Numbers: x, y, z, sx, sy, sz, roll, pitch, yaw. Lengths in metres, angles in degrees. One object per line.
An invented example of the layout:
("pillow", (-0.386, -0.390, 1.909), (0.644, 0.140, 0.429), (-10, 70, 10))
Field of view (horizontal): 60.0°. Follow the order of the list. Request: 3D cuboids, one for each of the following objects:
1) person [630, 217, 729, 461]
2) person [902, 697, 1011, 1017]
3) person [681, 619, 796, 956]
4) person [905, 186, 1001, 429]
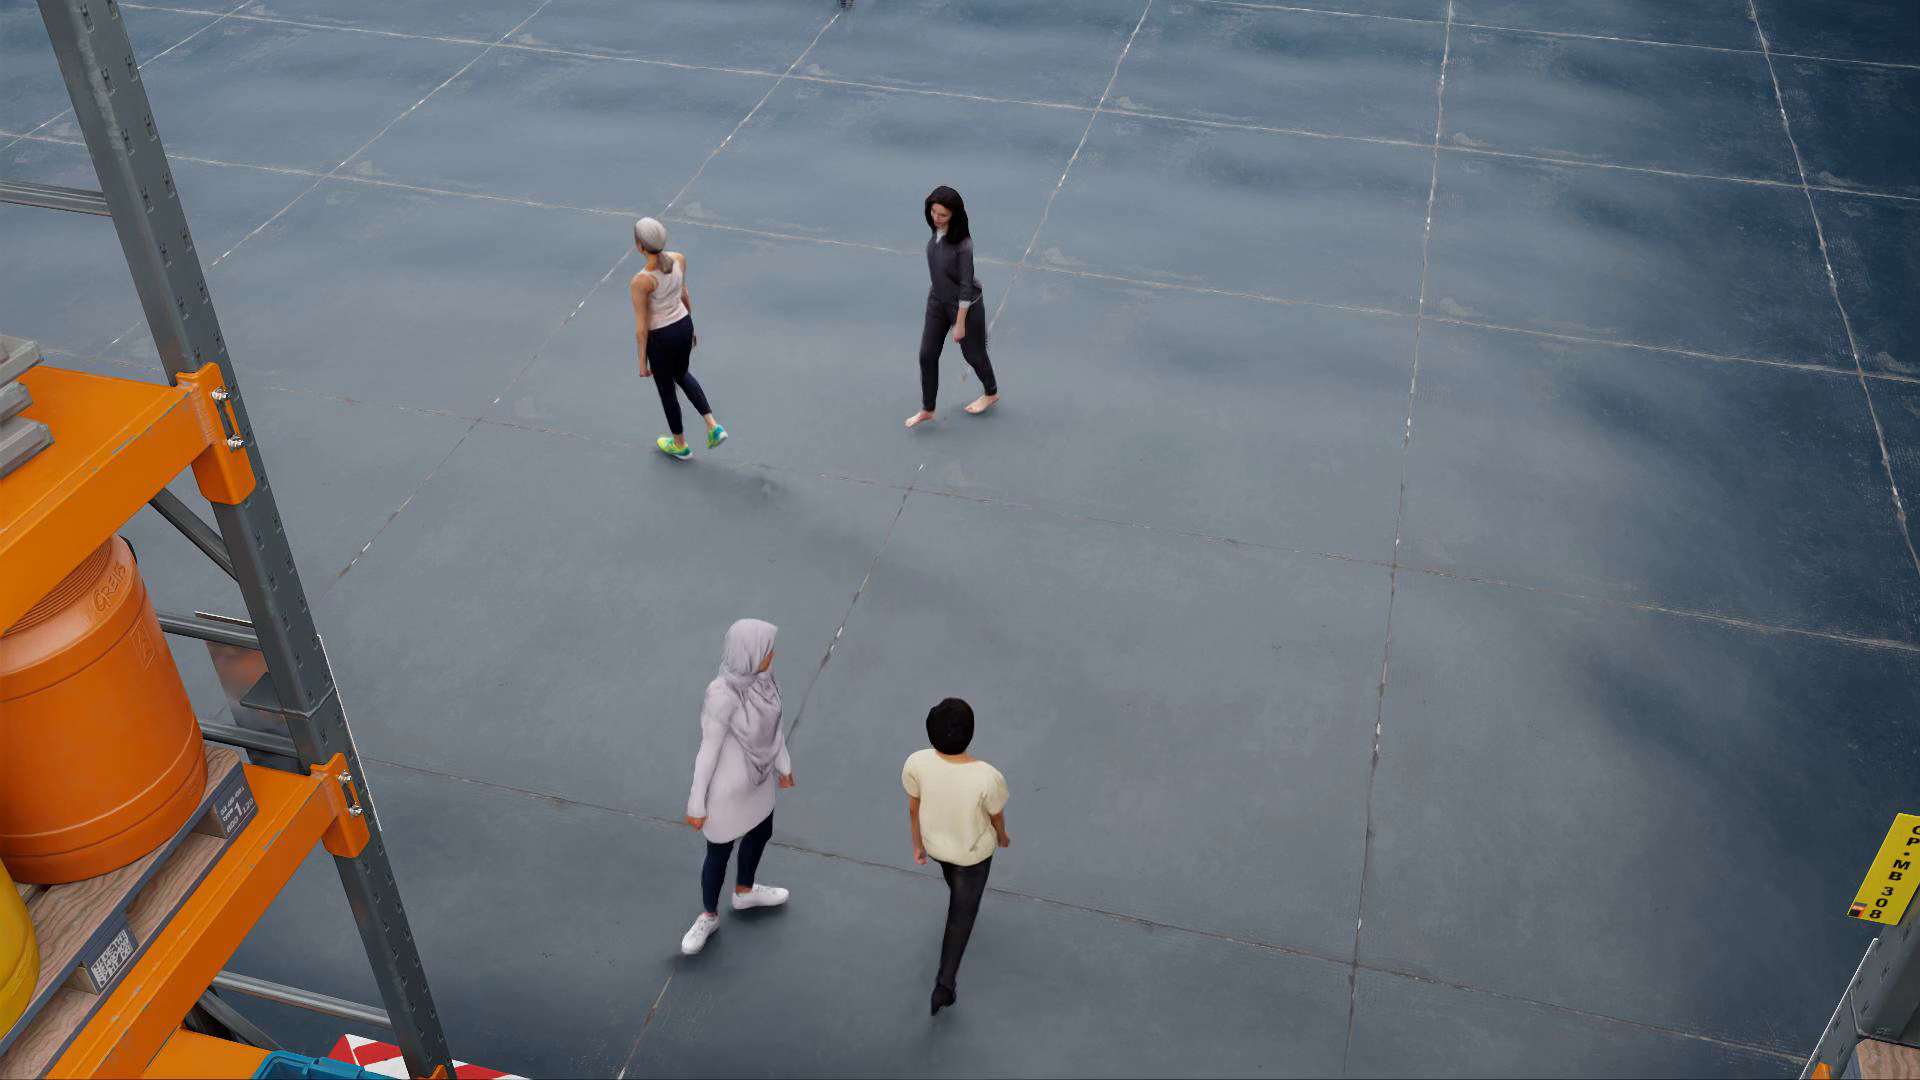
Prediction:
("person", (-1.716, -1.182, 10.209), (0.837, 1.694, 0.827), (24, 44, 27))
("person", (-0.026, 1.361, 7.074), (0.683, 1.550, 1.032), (14, 40, 18))
("person", (-1.033, 1.083, 7.261), (0.701, 1.758, 0.936), (-30, 47, -33))
("person", (0.037, -1.516, 10.610), (1.052, 1.724, 0.936), (-21, 43, -25))
